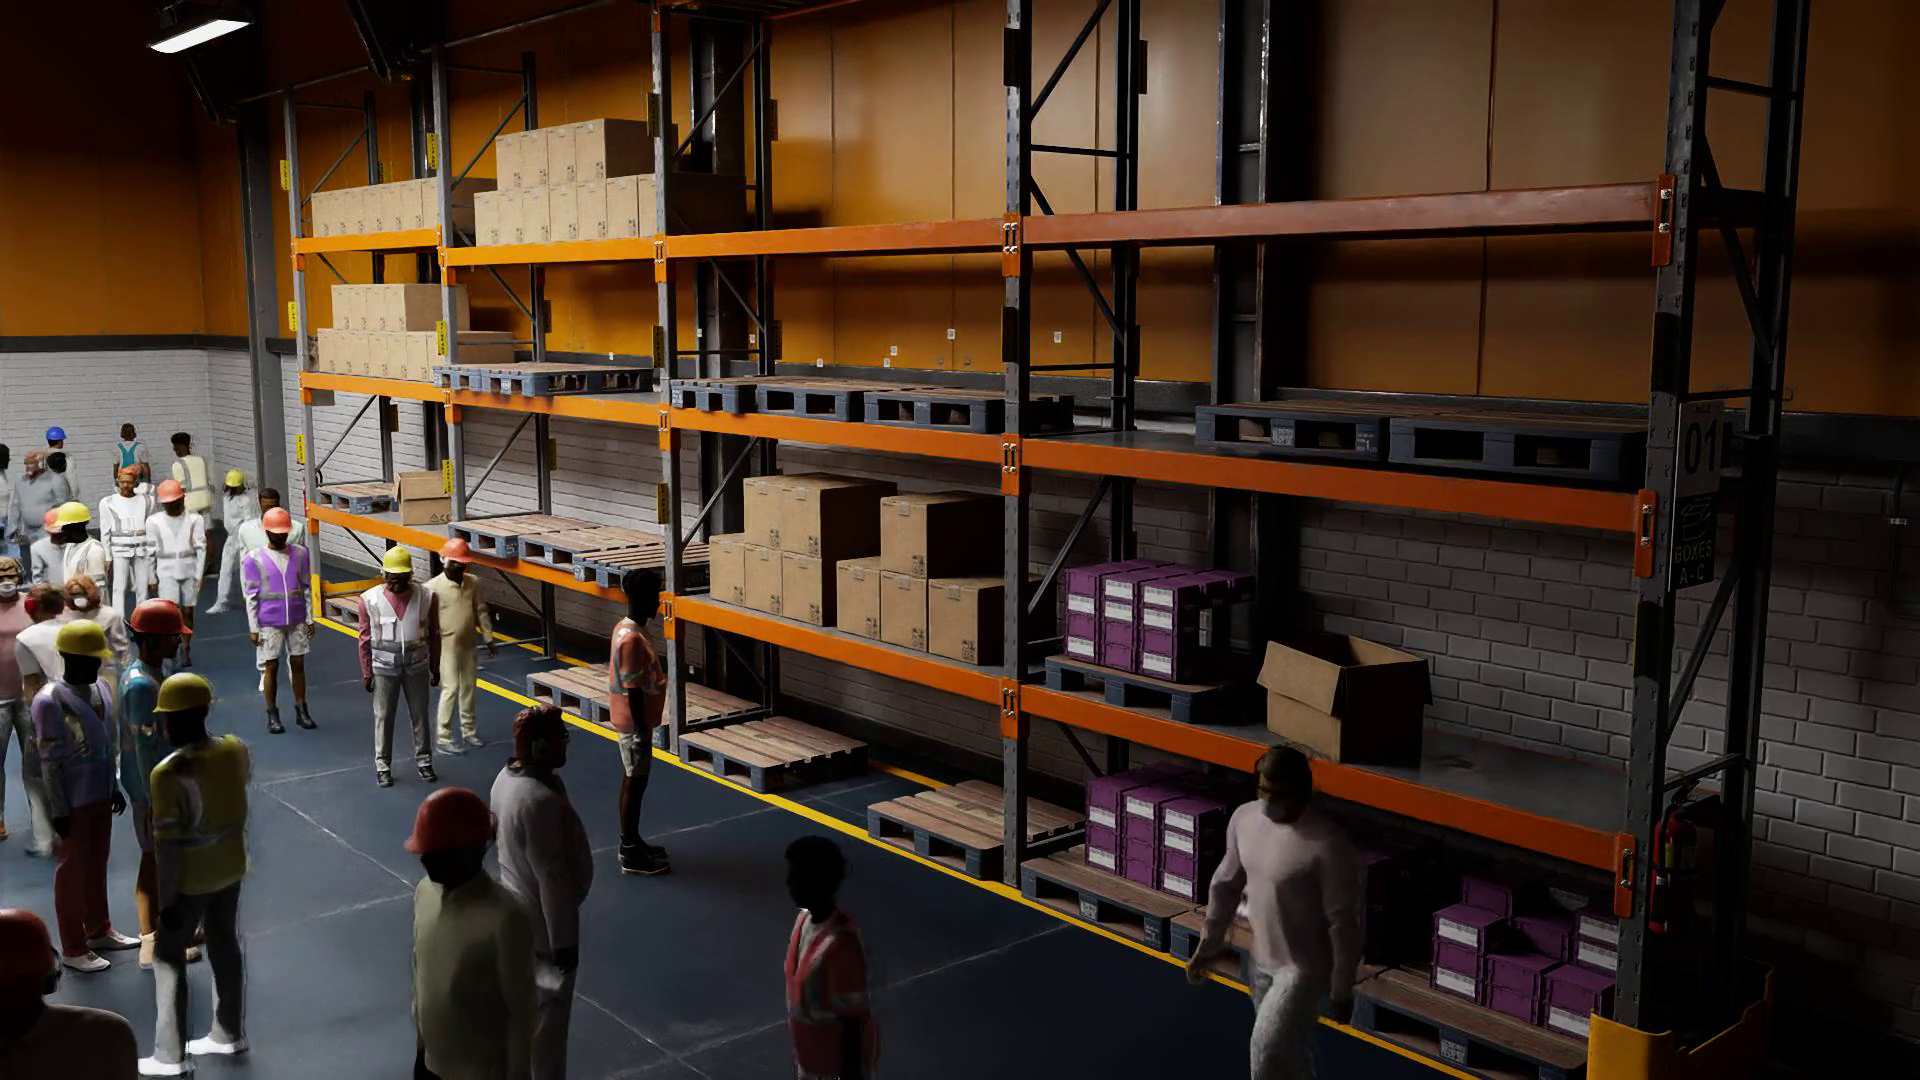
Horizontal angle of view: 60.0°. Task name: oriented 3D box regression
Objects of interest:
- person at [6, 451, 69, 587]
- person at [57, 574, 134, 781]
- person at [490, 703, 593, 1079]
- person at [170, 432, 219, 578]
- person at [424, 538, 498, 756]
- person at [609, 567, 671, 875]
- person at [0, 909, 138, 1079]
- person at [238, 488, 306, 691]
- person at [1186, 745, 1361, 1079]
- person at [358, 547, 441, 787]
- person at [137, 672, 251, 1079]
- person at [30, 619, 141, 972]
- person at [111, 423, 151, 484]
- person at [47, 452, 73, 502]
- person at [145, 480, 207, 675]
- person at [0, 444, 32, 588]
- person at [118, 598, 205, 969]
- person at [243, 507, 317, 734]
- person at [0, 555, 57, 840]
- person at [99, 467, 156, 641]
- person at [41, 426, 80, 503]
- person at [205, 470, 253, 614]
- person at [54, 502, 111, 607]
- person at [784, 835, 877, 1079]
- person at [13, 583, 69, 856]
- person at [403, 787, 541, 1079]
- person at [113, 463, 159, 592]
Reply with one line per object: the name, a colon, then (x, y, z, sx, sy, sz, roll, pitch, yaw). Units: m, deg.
person: (-10.998, -0.118, 19.784, 0.643, 1.856, 0.989, 2, 8, 13)
person: (-6.525, 1.043, 12.541, 0.592, 1.610, 0.378, -3, 9, -20)
person: (-1.810, 1.656, 7.302, 0.410, 1.909, 0.642, -5, 10, -31)
person: (-10.073, -0.454, 21.837, 0.616, 1.932, 0.657, 4, 9, 24)
person: (-4.065, 0.846, 13.503, 0.410, 1.740, 0.572, 4, 9, 28)
person: (-2.056, 1.145, 10.650, 0.362, 1.962, 0.613, -2, 8, -13)
person: (-2.627, 1.990, 4.716, 0.618, 1.986, 0.408, -4, 9, -25)
person: (-6.438, 0.454, 15.638, 0.589, 1.913, 0.393, -3, 9, -21)
person: (1.227, 1.741, 6.698, 0.708, 1.907, 0.670, -4, 9, -26)
person: (-4.213, 0.947, 12.539, 0.591, 1.823, 0.404, -4, 9, -24)
person: (-3.634, 1.569, 7.892, 0.480, 1.912, 0.597, 3, 9, 21)
person: (-4.799, 1.383, 9.142, 0.370, 1.924, 0.586, 0, 8, 3)
person: (-12.285, -0.816, 24.699, 0.508, 1.845, 0.345, -2, 9, -16)
person: (-11.690, -0.299, 21.614, 0.542, 1.695, 0.316, 7, 11, 39)
person: (-7.670, 0.360, 16.327, 0.535, 1.891, 0.856, -4, 9, -26)
person: (-12.159, -0.272, 20.869, 0.926, 1.889, 0.629, -2, 8, -15)
person: (-4.395, 1.326, 9.165, 0.403, 2.035, 0.606, -3, 9, -20)
person: (-5.731, 0.677, 14.061, 0.548, 1.925, 0.392, -7, 11, -41)
person: (-6.461, 1.058, 11.345, 0.627, 1.940, 0.372, -7, 11, -42)
person: (-8.888, 0.152, 17.839, 0.356, 1.881, 0.575, 8, 11, 44)
person: (-12.248, -0.567, 22.601, 0.604, 1.949, 0.398, 1, 8, 10)
person: (-8.461, -0.005, 19.607, 0.510, 1.685, 0.889, 5, 10, 32)
person: (-7.627, 0.617, 14.492, 0.587, 1.919, 0.393, 7, 11, 42)
person: (-0.452, 1.941, 6.176, 0.318, 1.660, 0.714, -4, 9, -27)
person: (-5.926, 1.186, 10.942, 0.632, 1.792, 0.597, 3, 9, 19)
person: (-1.731, 1.824, 5.844, 0.632, 1.990, 0.397, 6, 10, 37)
person: (-10.403, -0.167, 21.005, 0.516, 1.613, 0.715, -5, 9, -30)
